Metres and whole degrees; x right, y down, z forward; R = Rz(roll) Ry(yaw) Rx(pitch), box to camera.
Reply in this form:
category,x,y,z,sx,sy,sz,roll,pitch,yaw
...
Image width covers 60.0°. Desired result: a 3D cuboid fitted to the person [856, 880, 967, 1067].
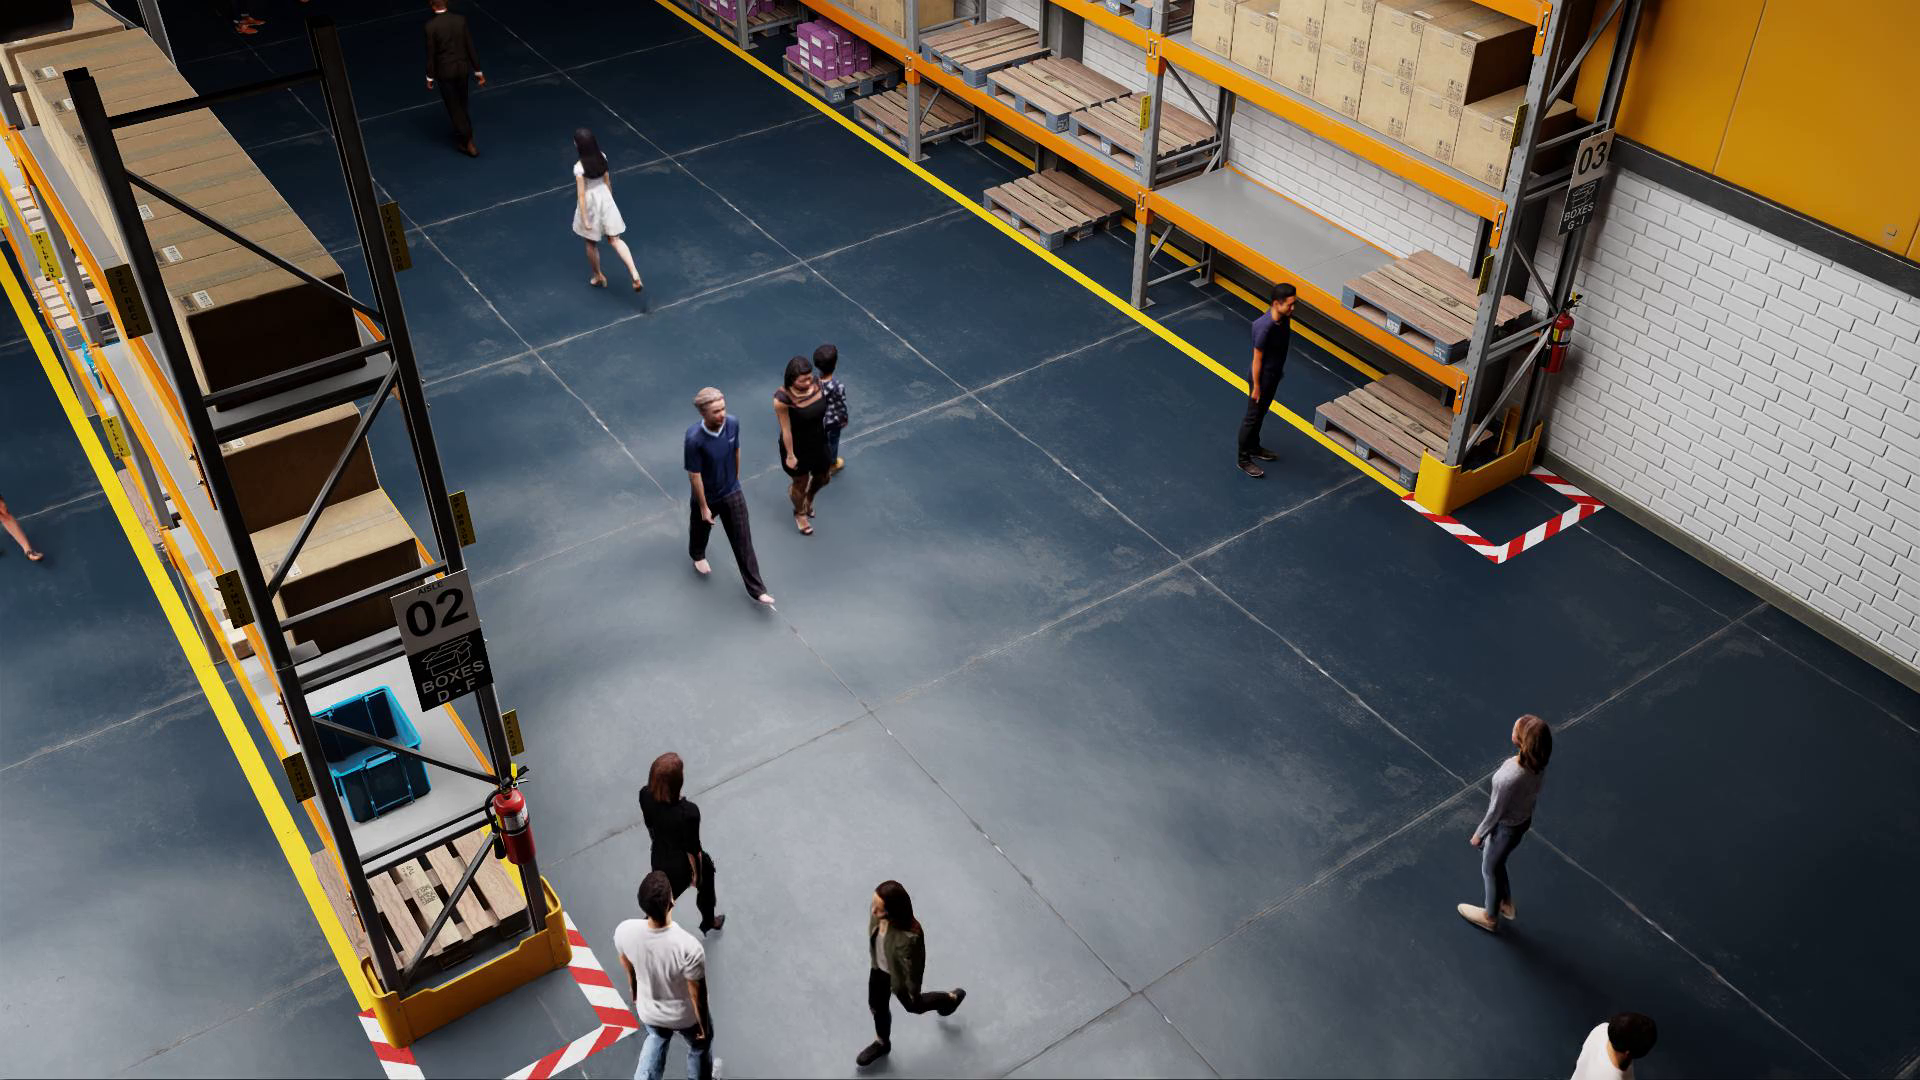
category,x,y,z,sx,sy,sz,roll,pitch,yaw
person,-0.299,2.413,9.468,0.671,1.451,0.888,-25,45,-28

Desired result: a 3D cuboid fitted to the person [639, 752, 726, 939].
category,x,y,z,sx,sy,sz,roll,pitch,yaw
person,-1.726,1.972,9.840,1.059,1.675,0.929,20,43,24

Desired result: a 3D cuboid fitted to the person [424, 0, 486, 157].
category,x,y,z,sx,sy,sz,roll,pitch,yaw
person,-5.643,-5.200,18.653,0.814,1.885,0.888,-29,47,-31

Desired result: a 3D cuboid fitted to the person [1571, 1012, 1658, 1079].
category,x,y,z,sx,sy,sz,roll,pitch,yaw
person,3.178,2.959,8.596,1.106,1.686,1.090,3,39,4

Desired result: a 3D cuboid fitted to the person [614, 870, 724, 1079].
category,x,y,z,sx,sy,sz,roll,pitch,yaw
person,-1.603,2.556,8.979,0.992,1.837,1.025,10,40,12

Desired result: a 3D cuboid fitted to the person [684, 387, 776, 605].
category,x,y,z,sx,sy,sz,roll,pitch,yaw
person,-1.924,-0.385,12.689,0.678,1.803,1.207,-24,44,-27

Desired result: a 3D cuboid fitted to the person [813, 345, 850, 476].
category,x,y,z,sx,sy,sz,roll,pitch,yaw
person,-1.141,-1.048,13.965,0.628,1.247,0.688,18,42,21

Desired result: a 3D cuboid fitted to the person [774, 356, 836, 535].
category,x,y,z,sx,sy,sz,roll,pitch,yaw
person,-1.318,-0.778,13.267,0.697,1.696,0.699,30,47,32

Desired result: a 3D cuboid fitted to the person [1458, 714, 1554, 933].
category,x,y,z,sx,sy,sz,roll,pitch,yaw
person,3.357,1.779,9.997,0.709,1.782,0.668,29,47,32

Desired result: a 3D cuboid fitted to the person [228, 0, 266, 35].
category,x,y,z,sx,sy,sz,roll,pitch,yaw
person,-9.510,-7.545,21.643,0.849,1.818,0.740,-1,39,-2

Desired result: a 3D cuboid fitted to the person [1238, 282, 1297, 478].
category,x,y,z,sx,sy,sz,roll,pitch,yaw
person,2.554,-1.382,13.953,0.673,1.784,0.719,22,43,25

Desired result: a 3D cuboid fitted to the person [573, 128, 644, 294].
category,x,y,z,sx,sy,sz,roll,pitch,yaw
person,-3.455,-3.150,16.196,1.095,1.748,0.740,31,48,33
